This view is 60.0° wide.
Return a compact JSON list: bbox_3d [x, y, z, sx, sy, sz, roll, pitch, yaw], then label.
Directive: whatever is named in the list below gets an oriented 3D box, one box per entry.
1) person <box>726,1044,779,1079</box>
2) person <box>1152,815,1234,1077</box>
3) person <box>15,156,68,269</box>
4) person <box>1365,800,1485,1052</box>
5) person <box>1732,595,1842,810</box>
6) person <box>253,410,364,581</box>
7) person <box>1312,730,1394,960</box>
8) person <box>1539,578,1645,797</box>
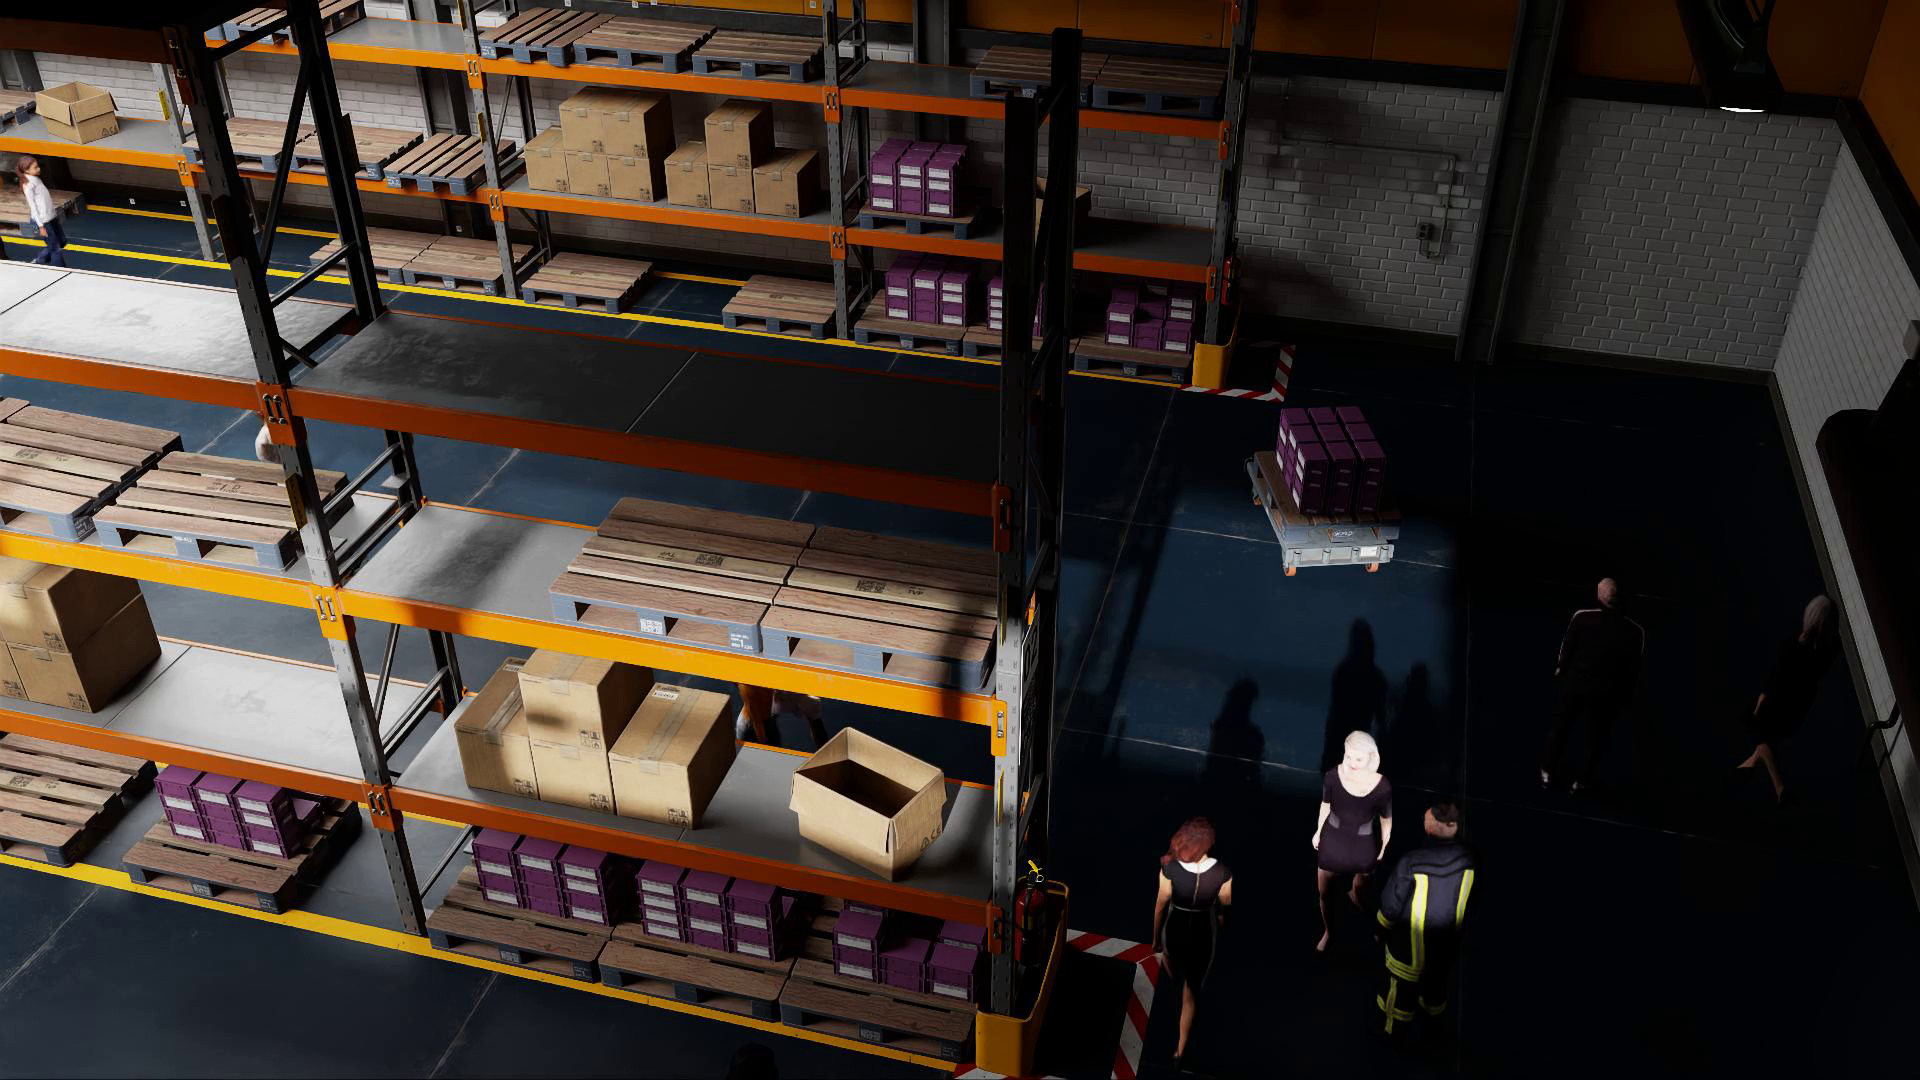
[{"bbox_3d":[-1.165,3.227,8.632,0.967,1.587,0.731,4,34,6],"label":"person"},{"bbox_3d":[1.336,2.399,9.720,1.087,1.763,0.724,5,34,7],"label":"person"},{"bbox_3d":[-10.540,-3.641,19.004,0.842,1.544,0.693,-4,34,-6],"label":"person"},{"bbox_3d":[2.750,2.276,9.818,0.838,1.857,0.951,-9,35,-13],"label":"person"},{"bbox_3d":[5.762,1.134,11.650,0.982,1.732,0.931,-2,34,-4],"label":"person"},{"bbox_3d":[-5.526,-0.427,13.911,1.190,1.828,0.753,5,34,7],"label":"person"},{"bbox_3d":[2.470,1.883,10.459,0.711,1.803,0.706,6,34,8],"label":"person"},{"bbox_3d":[4.442,1.045,11.695,0.674,1.830,0.853,28,43,35],"label":"person"}]
